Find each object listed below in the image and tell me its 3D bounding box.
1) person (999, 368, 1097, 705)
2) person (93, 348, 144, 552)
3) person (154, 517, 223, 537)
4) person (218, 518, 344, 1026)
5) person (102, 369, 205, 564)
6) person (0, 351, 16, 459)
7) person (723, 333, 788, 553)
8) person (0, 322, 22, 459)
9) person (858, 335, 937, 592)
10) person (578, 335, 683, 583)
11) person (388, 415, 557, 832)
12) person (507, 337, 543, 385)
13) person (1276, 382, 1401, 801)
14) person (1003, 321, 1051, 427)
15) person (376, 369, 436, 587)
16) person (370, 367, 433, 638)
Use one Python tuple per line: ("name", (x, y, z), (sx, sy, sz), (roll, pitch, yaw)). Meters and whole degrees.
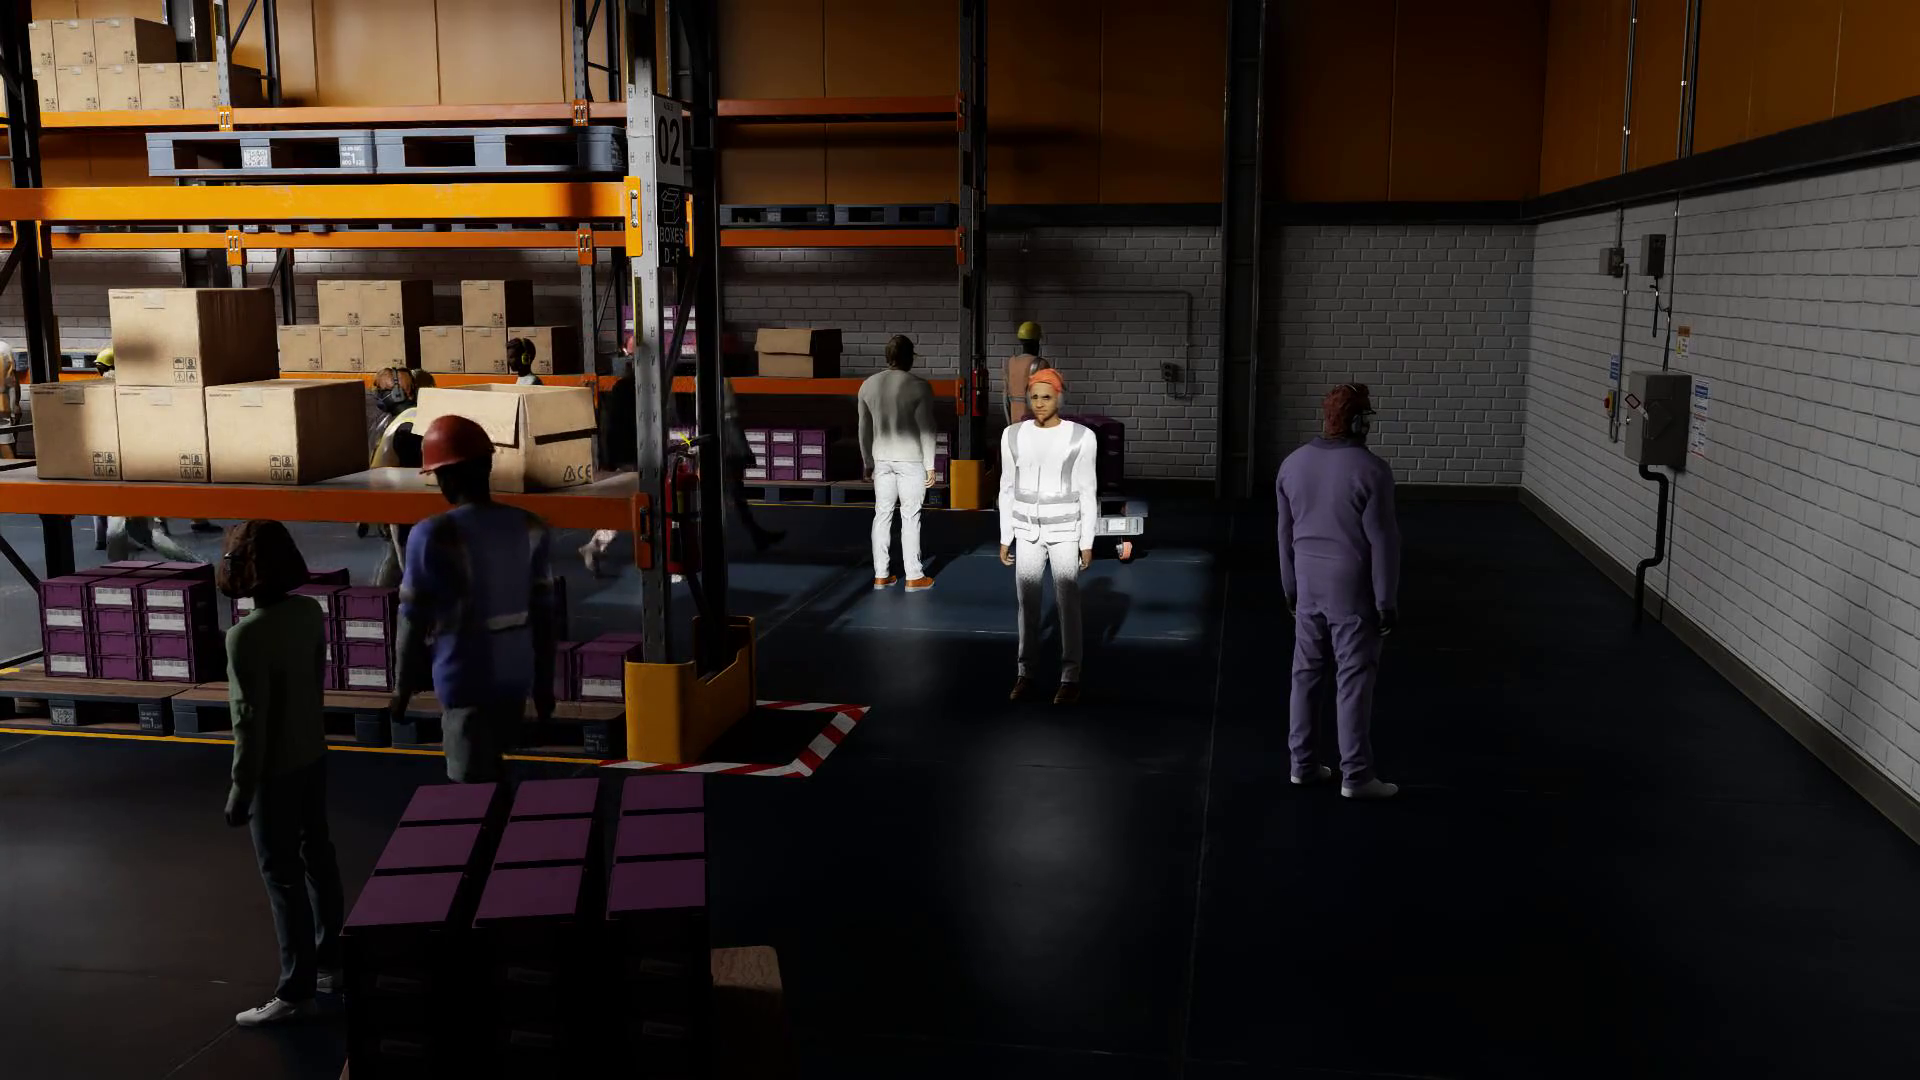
("person", (0.488, -0.019, 9.315), (0.576, 1.878, 0.351), (4, 10, 23))
("person", (-7.297, -0.772, 14.359), (0.522, 1.758, 0.350), (7, 11, 36))
("person", (-7.121, -0.923, 15.144), (0.422, 1.803, 0.691), (3, 10, 17))
("person", (-2.192, 0.740, 5.348), (0.279, 1.634, 0.498), (1, 9, 6))
("person", (-6.013, -0.400, 12.172), (0.782, 1.716, 0.486), (-6, 11, -33))
("person", (-10.009, -1.303, 17.121), (0.371, 1.928, 0.543), (6, 11, 32))
("person", (-1.912, -0.779, 13.981), (0.945, 1.889, 0.559), (-3, 10, -18))
("person", (-10.409, -1.491, 17.936), (0.673, 2.000, 0.535), (1, 9, 6))
("person", (-0.461, -0.576, 12.574), (0.636, 1.938, 0.354), (4, 10, 26))
("person", (-2.613, -0.636, 12.898), (0.857, 1.964, 0.620), (2, 9, 11))
("person", (-1.804, 0.498, 6.057), (0.780, 1.898, 0.538), (7, 12, 38))
("person", (-3.635, -0.756, 13.906), (0.328, 1.871, 0.510), (-5, 10, -28))
("person", (1.759, 0.234, 7.643), (0.407, 1.910, 0.640), (-7, 12, -39))
("person", (0.680, -1.173, 16.305), (0.587, 1.930, 0.360), (8, 12, 40))
("person", (-3.566, -0.250, 11.072), (0.945, 1.770, 0.577), (0, 9, 1))
("person", (-3.409, -0.147, 10.241), (0.429, 1.837, 0.621), (-4, 10, -22))
